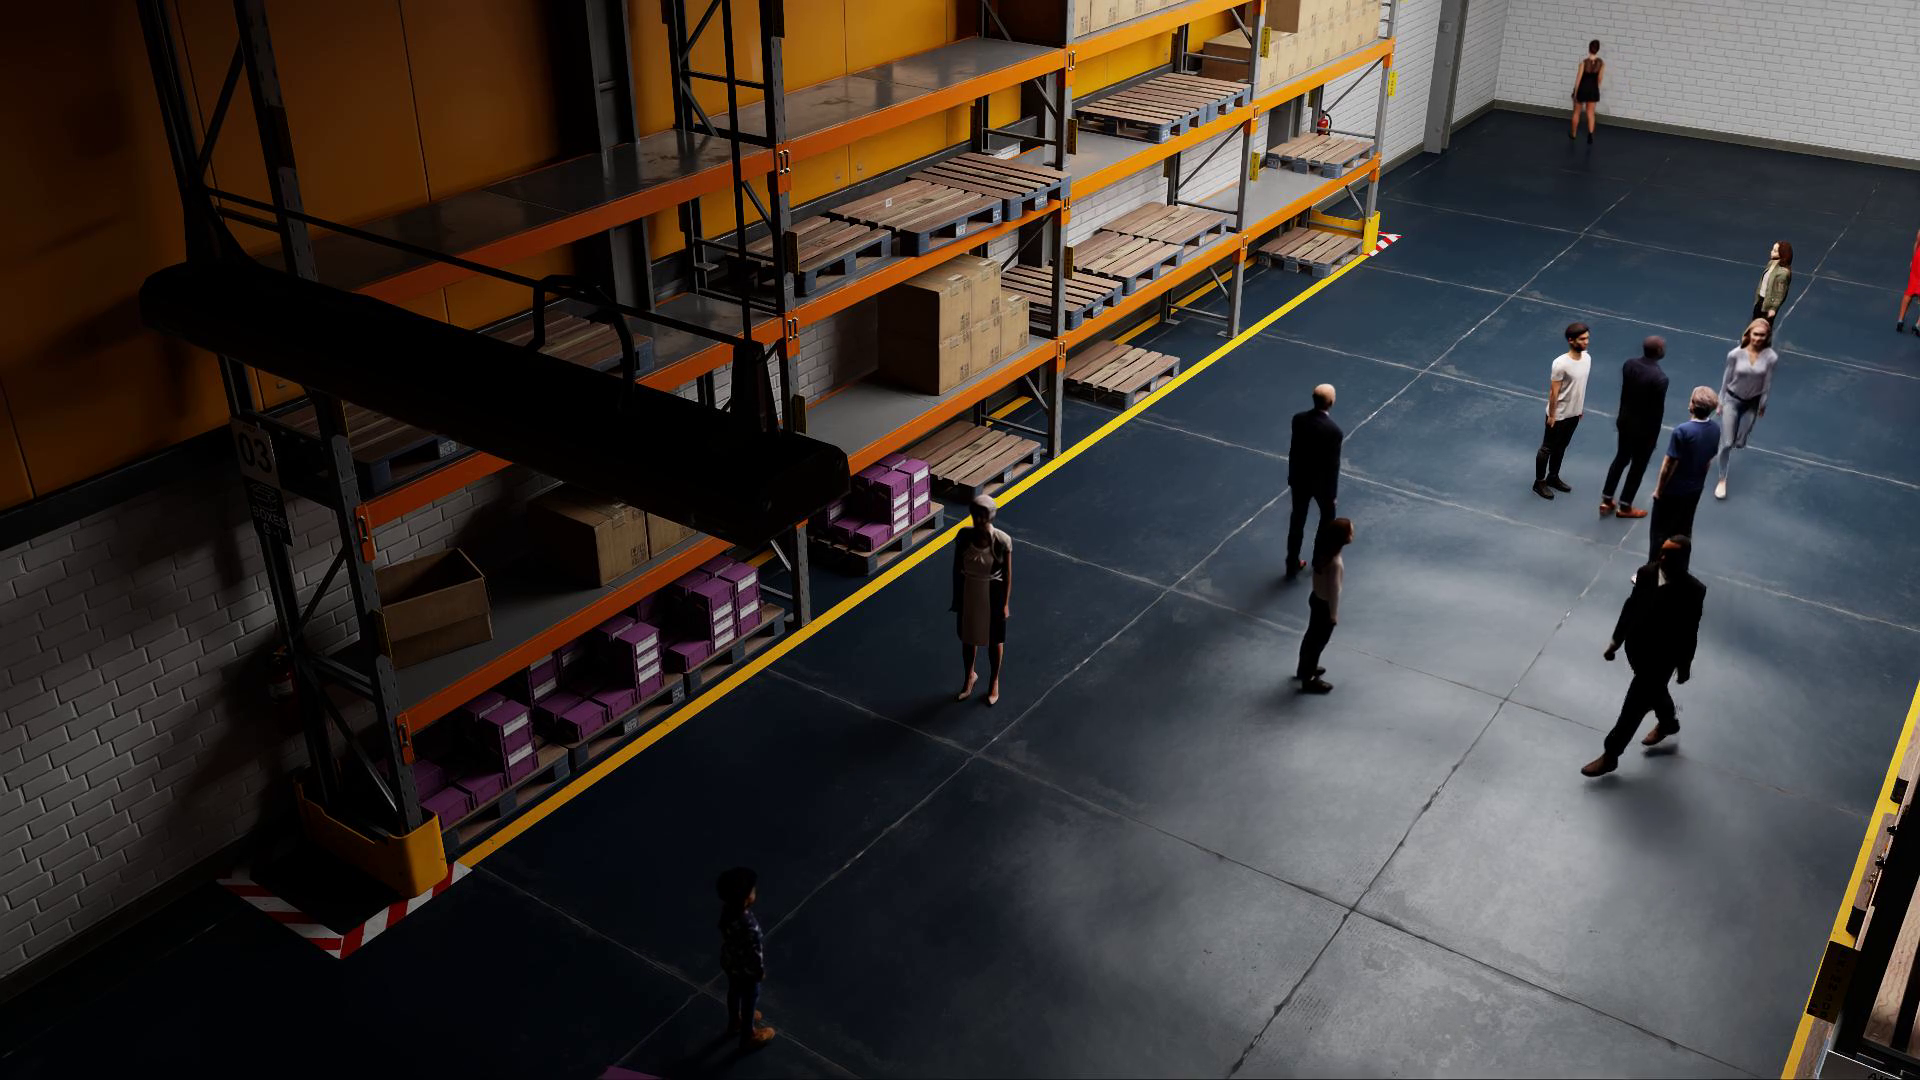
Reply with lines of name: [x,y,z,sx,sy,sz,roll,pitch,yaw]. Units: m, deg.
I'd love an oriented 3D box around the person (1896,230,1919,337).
person: [11.377,-3.253,19.539,0.584,1.744,0.626,-21,35,-33]

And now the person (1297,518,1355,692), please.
person: [2.826,0.492,12.951,0.690,1.479,0.611,-1,29,-3]

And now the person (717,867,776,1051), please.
person: [-1.273,2.418,9.662,0.548,1.248,0.539,-20,35,-32]

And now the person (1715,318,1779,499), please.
person: [7.469,-1.308,15.936,0.755,1.780,0.997,10,30,18]

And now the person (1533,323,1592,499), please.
person: [5.778,-1.260,15.910,0.602,1.721,0.754,-18,33,-29]

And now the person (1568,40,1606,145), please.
person: [10.168,-7.221,26.909,0.894,1.653,1.083,2,29,4]

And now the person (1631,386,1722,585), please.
person: [6.188,-0.432,14.241,0.683,1.865,0.794,-11,30,-19]

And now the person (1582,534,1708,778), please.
person: [5.068,0.790,12.005,1.375,1.861,1.096,-15,32,-25]

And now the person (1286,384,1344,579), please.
person: [3.003,-0.474,14.405,0.756,1.782,0.808,22,36,35]

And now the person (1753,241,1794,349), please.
person: [9.094,-2.651,18.717,0.720,1.475,0.631,-1,29,-2]

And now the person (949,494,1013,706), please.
person: [0.170,0.450,12.739,0.684,1.756,0.638,8,30,15]

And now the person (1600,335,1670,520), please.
person: [6.254,-1.044,15.409,0.884,1.820,0.843,-10,30,-17]
